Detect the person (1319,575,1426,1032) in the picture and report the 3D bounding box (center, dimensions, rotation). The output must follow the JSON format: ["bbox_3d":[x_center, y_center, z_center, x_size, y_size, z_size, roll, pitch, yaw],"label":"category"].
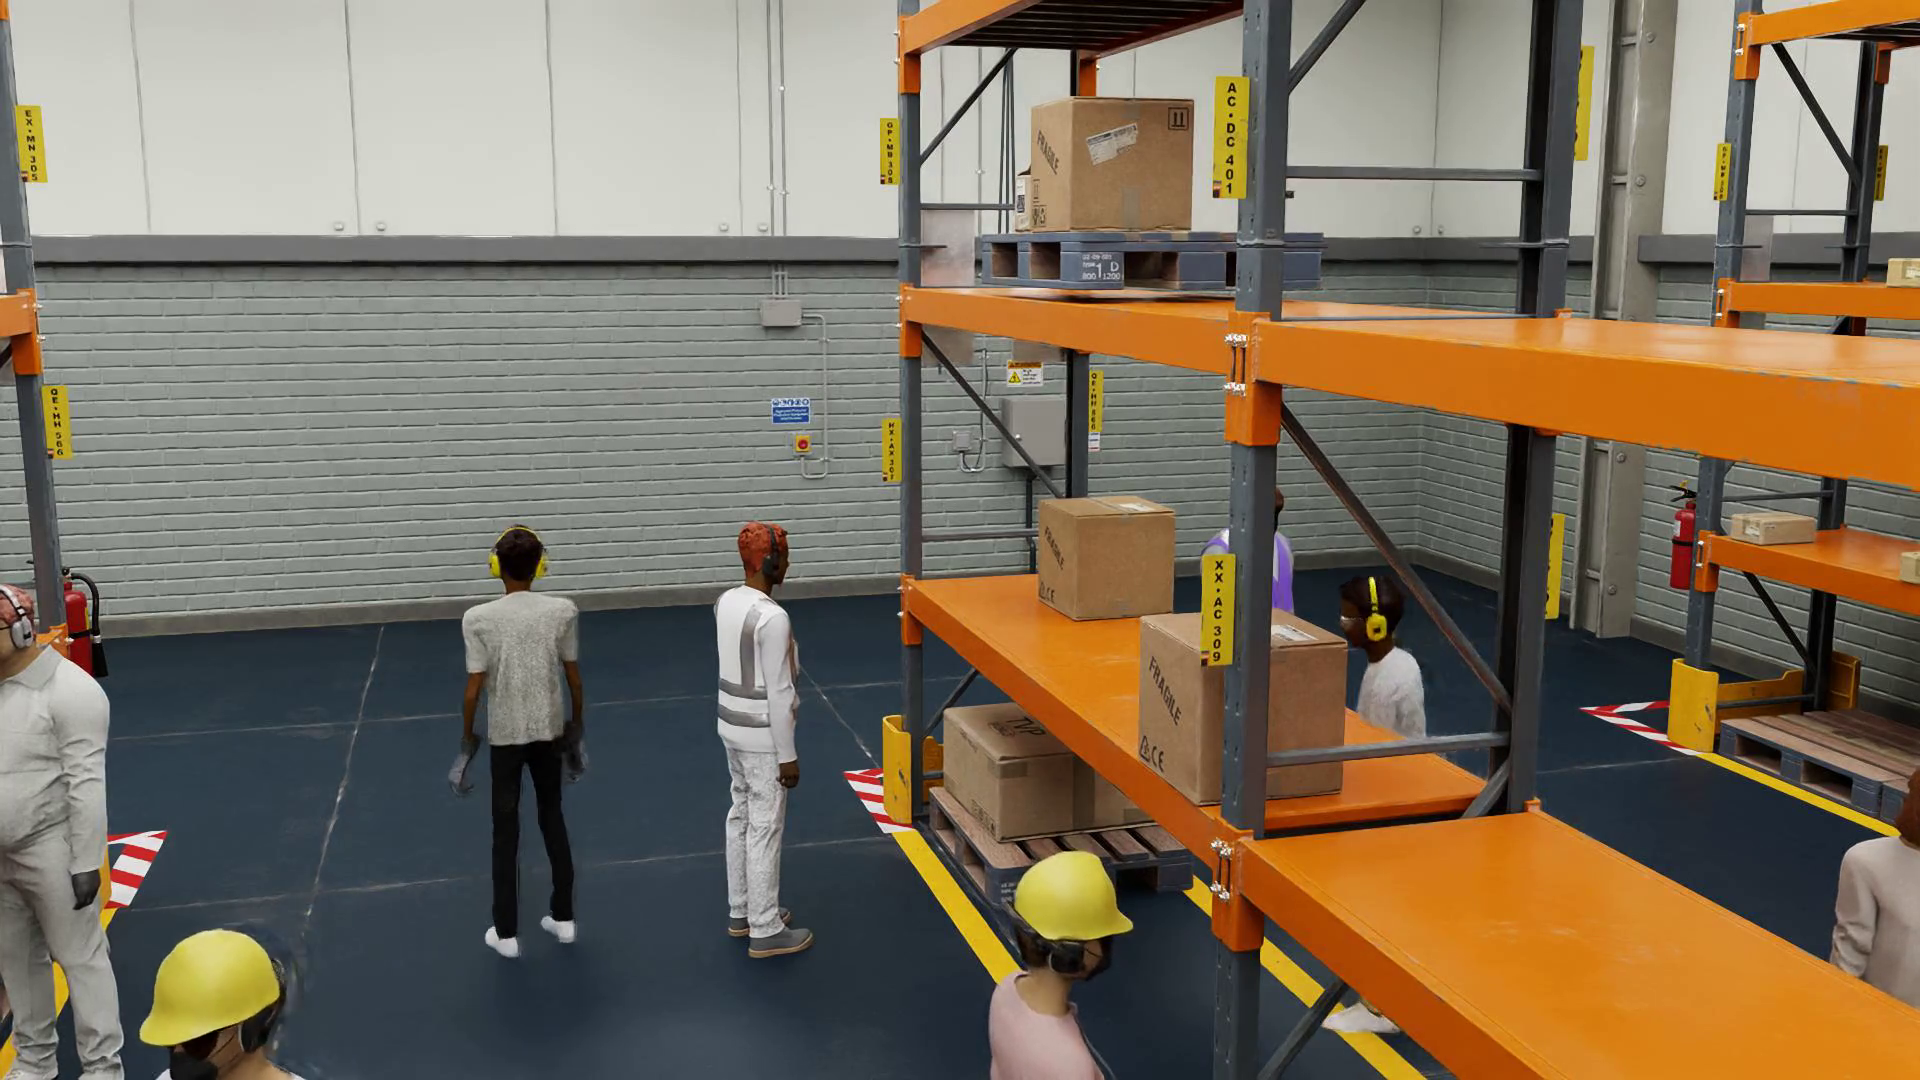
[{"bbox_3d":[1.666,1.032,6.284,0.538,1.842,0.544,2,10,13],"label":"person"}]

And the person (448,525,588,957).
[{"bbox_3d":[-1.912,0.872,7.185,0.607,1.851,0.382,-6,11,-30],"label":"person"}]

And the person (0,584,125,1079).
[{"bbox_3d":[-3.253,1.086,5.802,0.632,1.899,0.403,3,10,18],"label":"person"}]

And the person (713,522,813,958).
[{"bbox_3d":[-0.861,0.852,7.185,0.359,1.880,0.575,-6,12,-30],"label":"person"}]

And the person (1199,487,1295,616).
[{"bbox_3d":[1.530,0.602,8.727,0.619,1.838,0.430,-9,13,-41],"label":"person"}]

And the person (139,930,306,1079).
[{"bbox_3d":[-1.371,1.585,3.418,0.528,1.740,0.790,5,11,24],"label":"person"}]

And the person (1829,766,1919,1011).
[{"bbox_3d":[2.743,1.401,4.748,0.500,1.633,0.286,3,10,16],"label":"person"}]

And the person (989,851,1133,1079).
[{"bbox_3d":[0.198,1.533,3.663,0.353,1.760,0.517,-2,10,-10],"label":"person"}]
